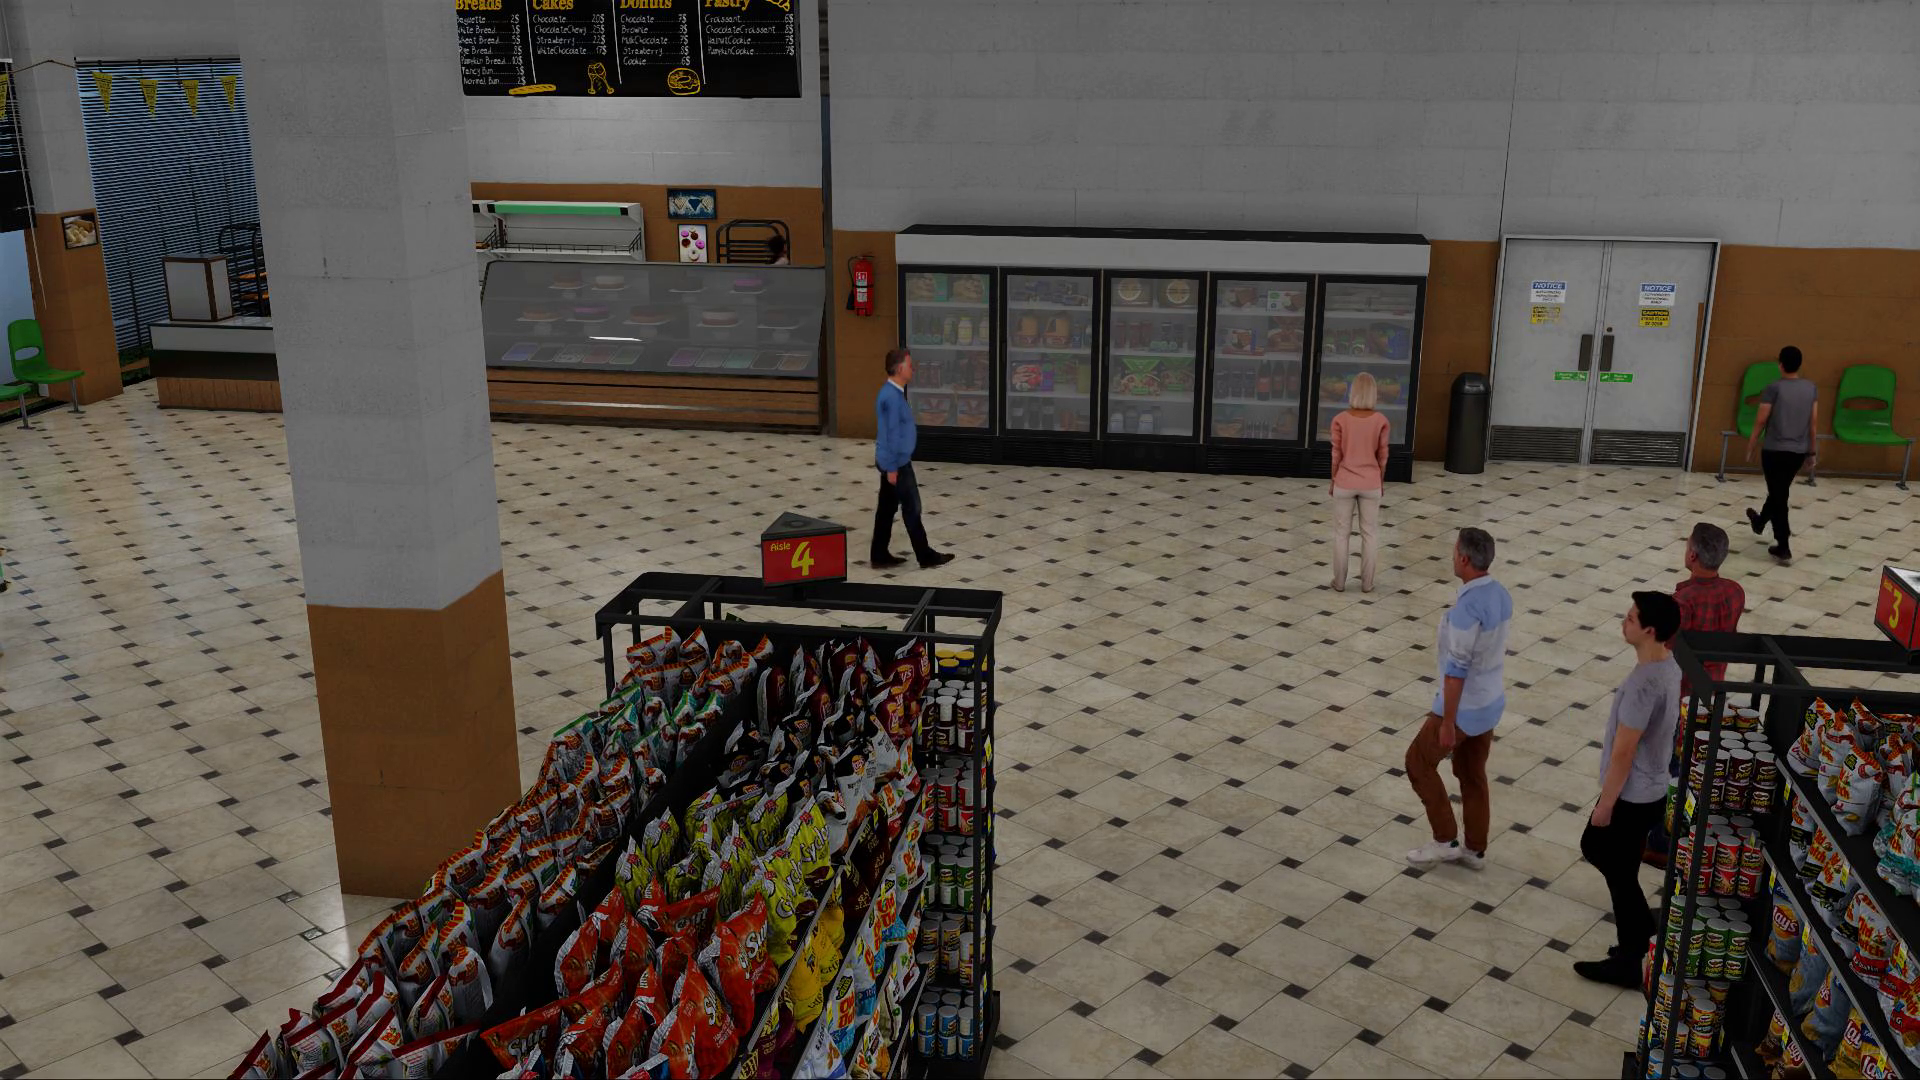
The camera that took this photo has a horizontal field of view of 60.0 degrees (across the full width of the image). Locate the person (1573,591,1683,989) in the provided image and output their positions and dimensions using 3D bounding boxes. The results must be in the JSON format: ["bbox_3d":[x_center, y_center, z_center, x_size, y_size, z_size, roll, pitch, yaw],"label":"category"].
[{"bbox_3d":[3.094,1.149,7.391,0.845,1.850,0.740,10,19,29],"label":"person"}]

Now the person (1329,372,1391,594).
[{"bbox_3d":[3.072,-0.446,12.860,0.589,1.725,0.502,3,17,9],"label":"person"}]

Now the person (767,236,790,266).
[{"bbox_3d":[-2.327,-3.011,21.308,0.836,1.723,0.789,-8,18,-23],"label":"person"}]

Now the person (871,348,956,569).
[{"bbox_3d":[-0.599,-0.636,13.366,0.923,1.795,0.949,-2,17,-7],"label":"person"}]

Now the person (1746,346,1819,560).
[{"bbox_3d":[6.812,-0.685,13.674,0.842,1.710,1.199,-1,17,-4],"label":"person"}]

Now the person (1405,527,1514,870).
[{"bbox_3d":[2.653,0.853,8.440,0.878,1.806,0.775,13,21,37],"label":"person"}]

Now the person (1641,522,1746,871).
[{"bbox_3d":[3.759,0.799,8.578,0.759,1.831,0.776,-8,19,-26],"label":"person"}]
